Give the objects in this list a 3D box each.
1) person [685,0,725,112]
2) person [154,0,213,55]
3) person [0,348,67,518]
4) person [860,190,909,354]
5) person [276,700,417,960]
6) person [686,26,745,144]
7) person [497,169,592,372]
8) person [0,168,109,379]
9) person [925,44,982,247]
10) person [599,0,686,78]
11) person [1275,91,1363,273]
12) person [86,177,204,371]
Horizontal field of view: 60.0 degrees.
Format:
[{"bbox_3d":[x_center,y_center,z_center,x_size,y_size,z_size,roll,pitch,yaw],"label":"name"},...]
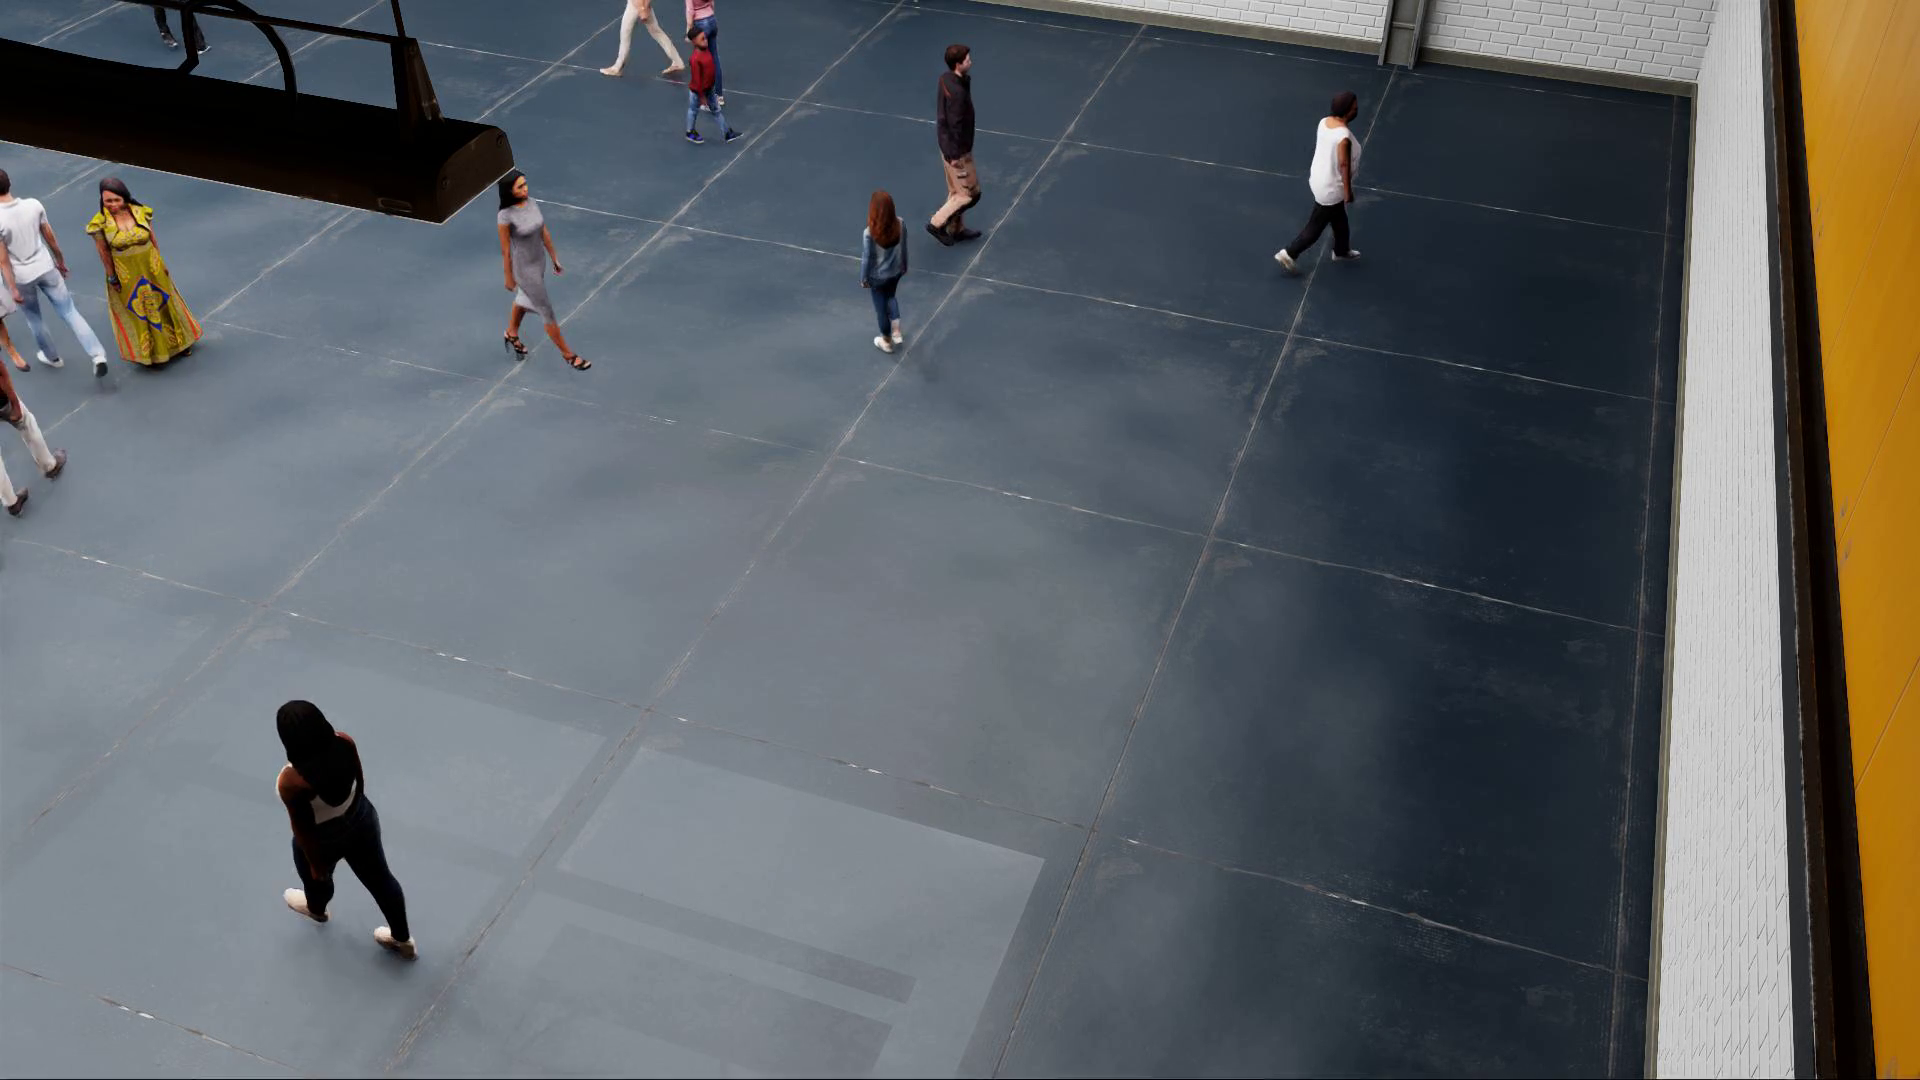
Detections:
[{"bbox_3d":[-2.704,-5.389,17.487,0.582,1.742,0.621,23,44,26],"label":"person"},{"bbox_3d":[-9.004,-6.333,18.666,1.242,1.745,0.917,28,46,30],"label":"person"},{"bbox_3d":[-7.008,-0.936,11.883,1.013,1.776,0.974,-5,39,-6],"label":"person"},{"bbox_3d":[-0.578,-2.168,13.669,0.678,1.472,0.711,-23,44,-26],"label":"person"},{"bbox_3d":[-3.195,1.579,8.734,1.137,1.776,0.827,22,44,25],"label":"person"},{"bbox_3d":[-2.684,-4.611,16.924,0.848,1.227,0.513,14,41,16],"label":"person"},{"bbox_3d":[-3.562,-2.176,13.476,1.125,1.726,0.640,15,41,18],"label":"person"},{"bbox_3d":[-7.334,-2.081,13.279,1.217,1.824,0.881,25,45,28],"label":"person"},{"bbox_3d":[-0.108,-3.538,15.032,0.969,1.913,0.902,-9,39,-11],"label":"person"},{"bbox_3d":[-3.407,-5.823,18.086,1.243,1.672,0.958,-4,39,-5],"label":"person"},{"bbox_3d":[3.238,-3.140,14.738,1.194,1.657,0.961,-4,39,-5],"label":"person"},{"bbox_3d":[-6.704,-2.192,13.551,0.953,1.657,0.975,29,47,32],"label":"person"}]
